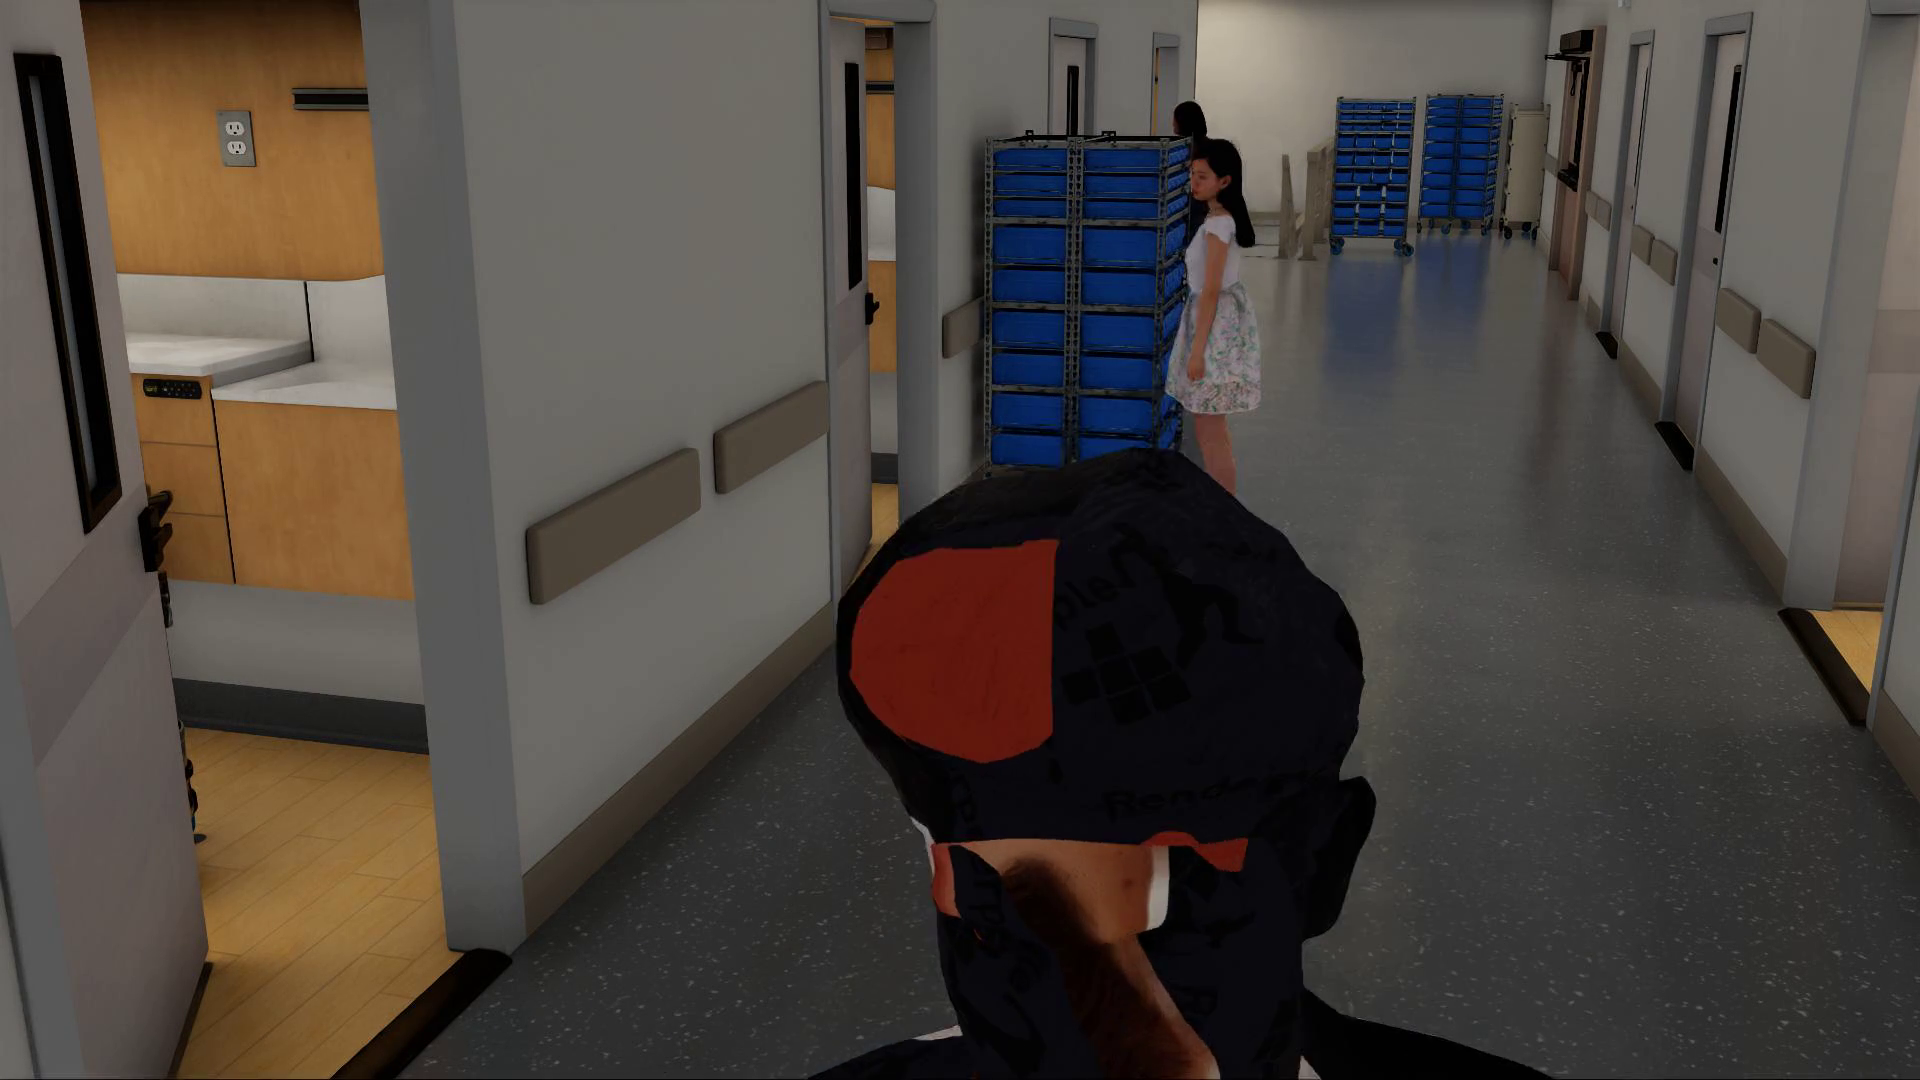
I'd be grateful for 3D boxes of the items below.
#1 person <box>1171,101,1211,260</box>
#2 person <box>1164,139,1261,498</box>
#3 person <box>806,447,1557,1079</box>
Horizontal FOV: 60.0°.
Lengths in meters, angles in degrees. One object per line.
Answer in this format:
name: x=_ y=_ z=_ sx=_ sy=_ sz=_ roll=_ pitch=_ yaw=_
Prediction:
person: x=1.877 y=-2.512 z=13.077 sx=0.924 sy=1.790 sz=0.978 roll=14 pitch=21 yaw=40
person: x=1.110 y=-0.786 z=7.037 sx=0.865 sy=1.744 sz=0.567 roll=8 pitch=18 yaw=27
person: x=0.136 y=0.851 z=0.993 sx=0.728 sy=1.875 sz=0.763 roll=2 pitch=16 yaw=8
